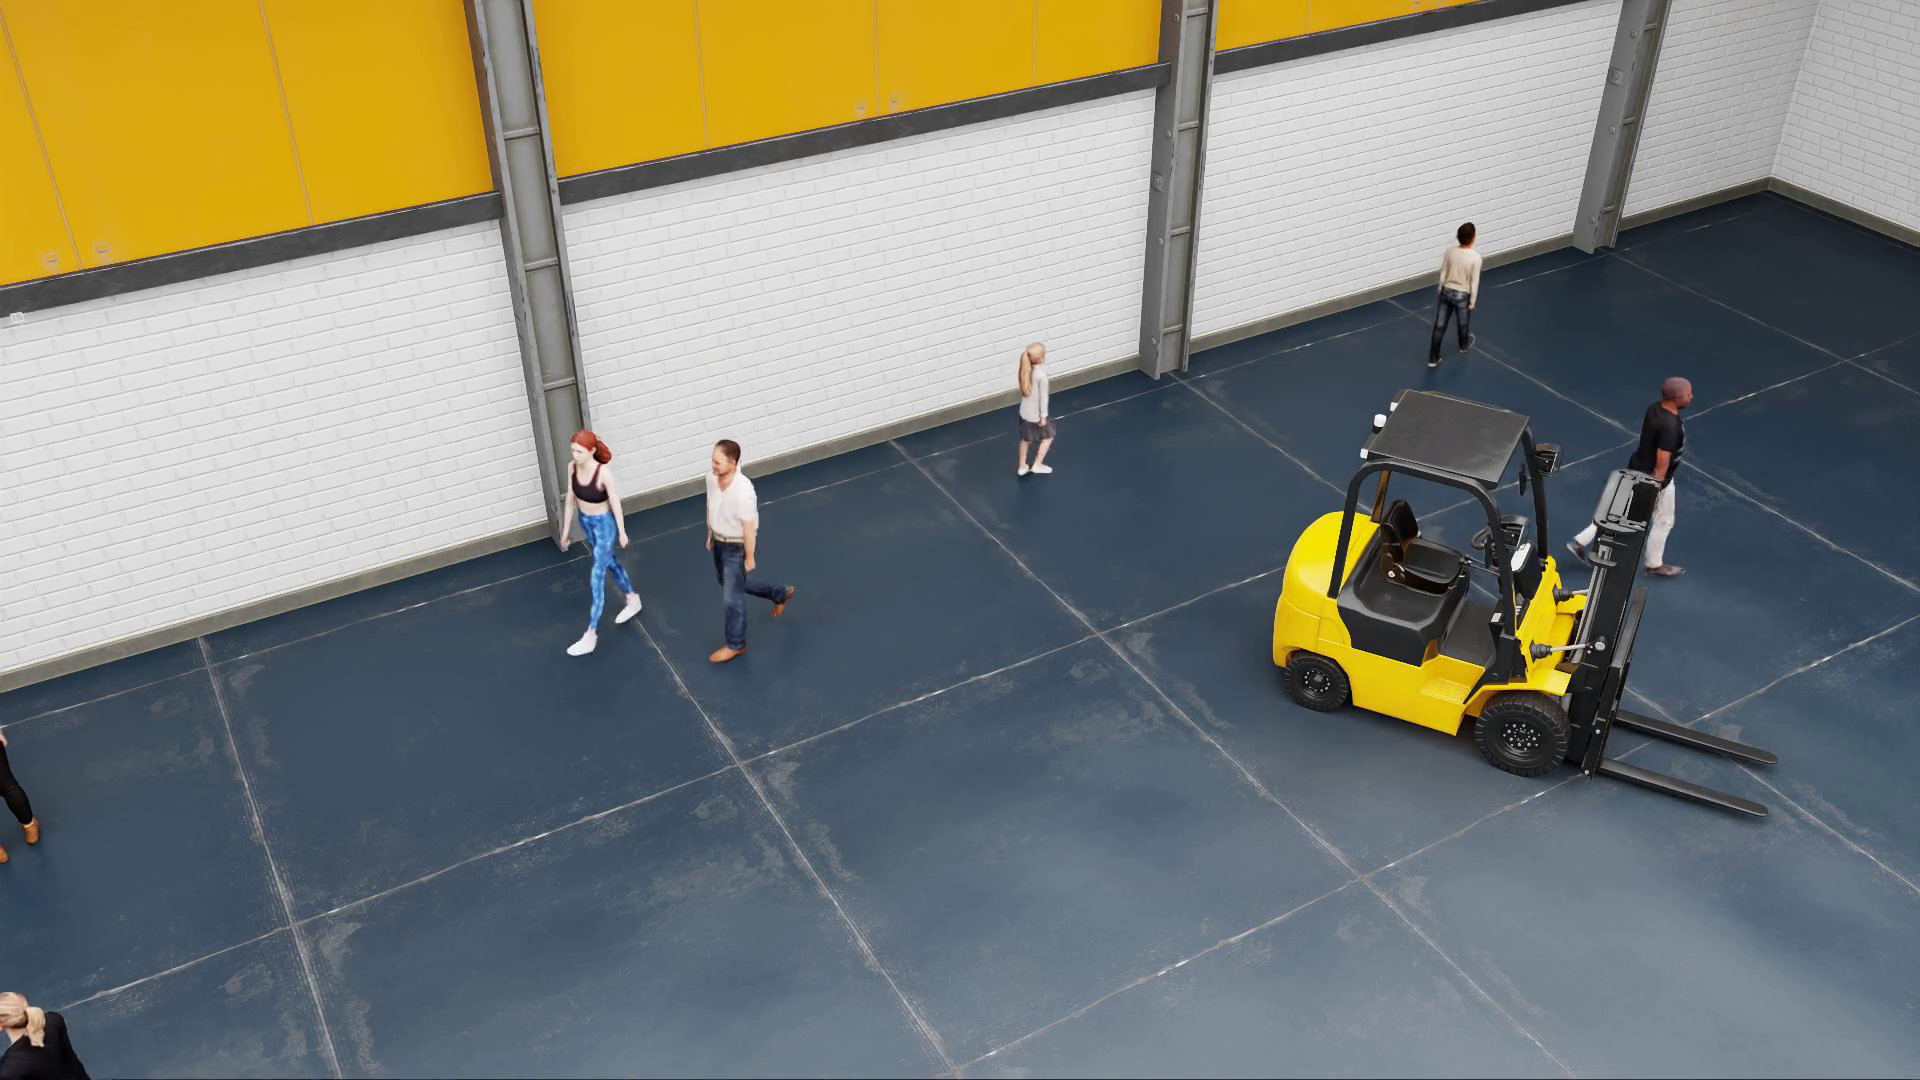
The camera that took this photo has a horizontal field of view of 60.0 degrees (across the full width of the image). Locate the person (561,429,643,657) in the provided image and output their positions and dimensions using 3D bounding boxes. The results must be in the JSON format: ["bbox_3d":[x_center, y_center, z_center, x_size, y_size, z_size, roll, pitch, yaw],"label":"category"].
[{"bbox_3d":[-2.634,-0.085,12.427,0.882,1.749,1.157,22,39,29],"label":"person"}]

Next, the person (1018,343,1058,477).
[{"bbox_3d":[0.599,-1.103,14.397,0.571,1.264,0.538,-21,39,-29],"label":"person"}]

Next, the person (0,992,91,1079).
[{"bbox_3d":[-4.304,2.828,8.099,1.035,1.689,0.919,3,34,5],"label":"person"}]

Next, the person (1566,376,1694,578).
[{"bbox_3d":[5.296,-0.472,12.987,1.272,1.774,1.078,1,34,2],"label":"person"}]

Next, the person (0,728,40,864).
[{"bbox_3d":[-6.204,1.291,10.391,0.724,1.712,0.567,27,42,35],"label":"person"}]

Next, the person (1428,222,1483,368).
[{"bbox_3d":[4.766,-2.340,16.101,0.814,1.438,0.994,21,39,29],"label":"person"}]

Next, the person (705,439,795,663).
[{"bbox_3d":[-1.574,0.017,12.197,1.047,1.834,0.732,-22,39,-29],"label":"person"}]
